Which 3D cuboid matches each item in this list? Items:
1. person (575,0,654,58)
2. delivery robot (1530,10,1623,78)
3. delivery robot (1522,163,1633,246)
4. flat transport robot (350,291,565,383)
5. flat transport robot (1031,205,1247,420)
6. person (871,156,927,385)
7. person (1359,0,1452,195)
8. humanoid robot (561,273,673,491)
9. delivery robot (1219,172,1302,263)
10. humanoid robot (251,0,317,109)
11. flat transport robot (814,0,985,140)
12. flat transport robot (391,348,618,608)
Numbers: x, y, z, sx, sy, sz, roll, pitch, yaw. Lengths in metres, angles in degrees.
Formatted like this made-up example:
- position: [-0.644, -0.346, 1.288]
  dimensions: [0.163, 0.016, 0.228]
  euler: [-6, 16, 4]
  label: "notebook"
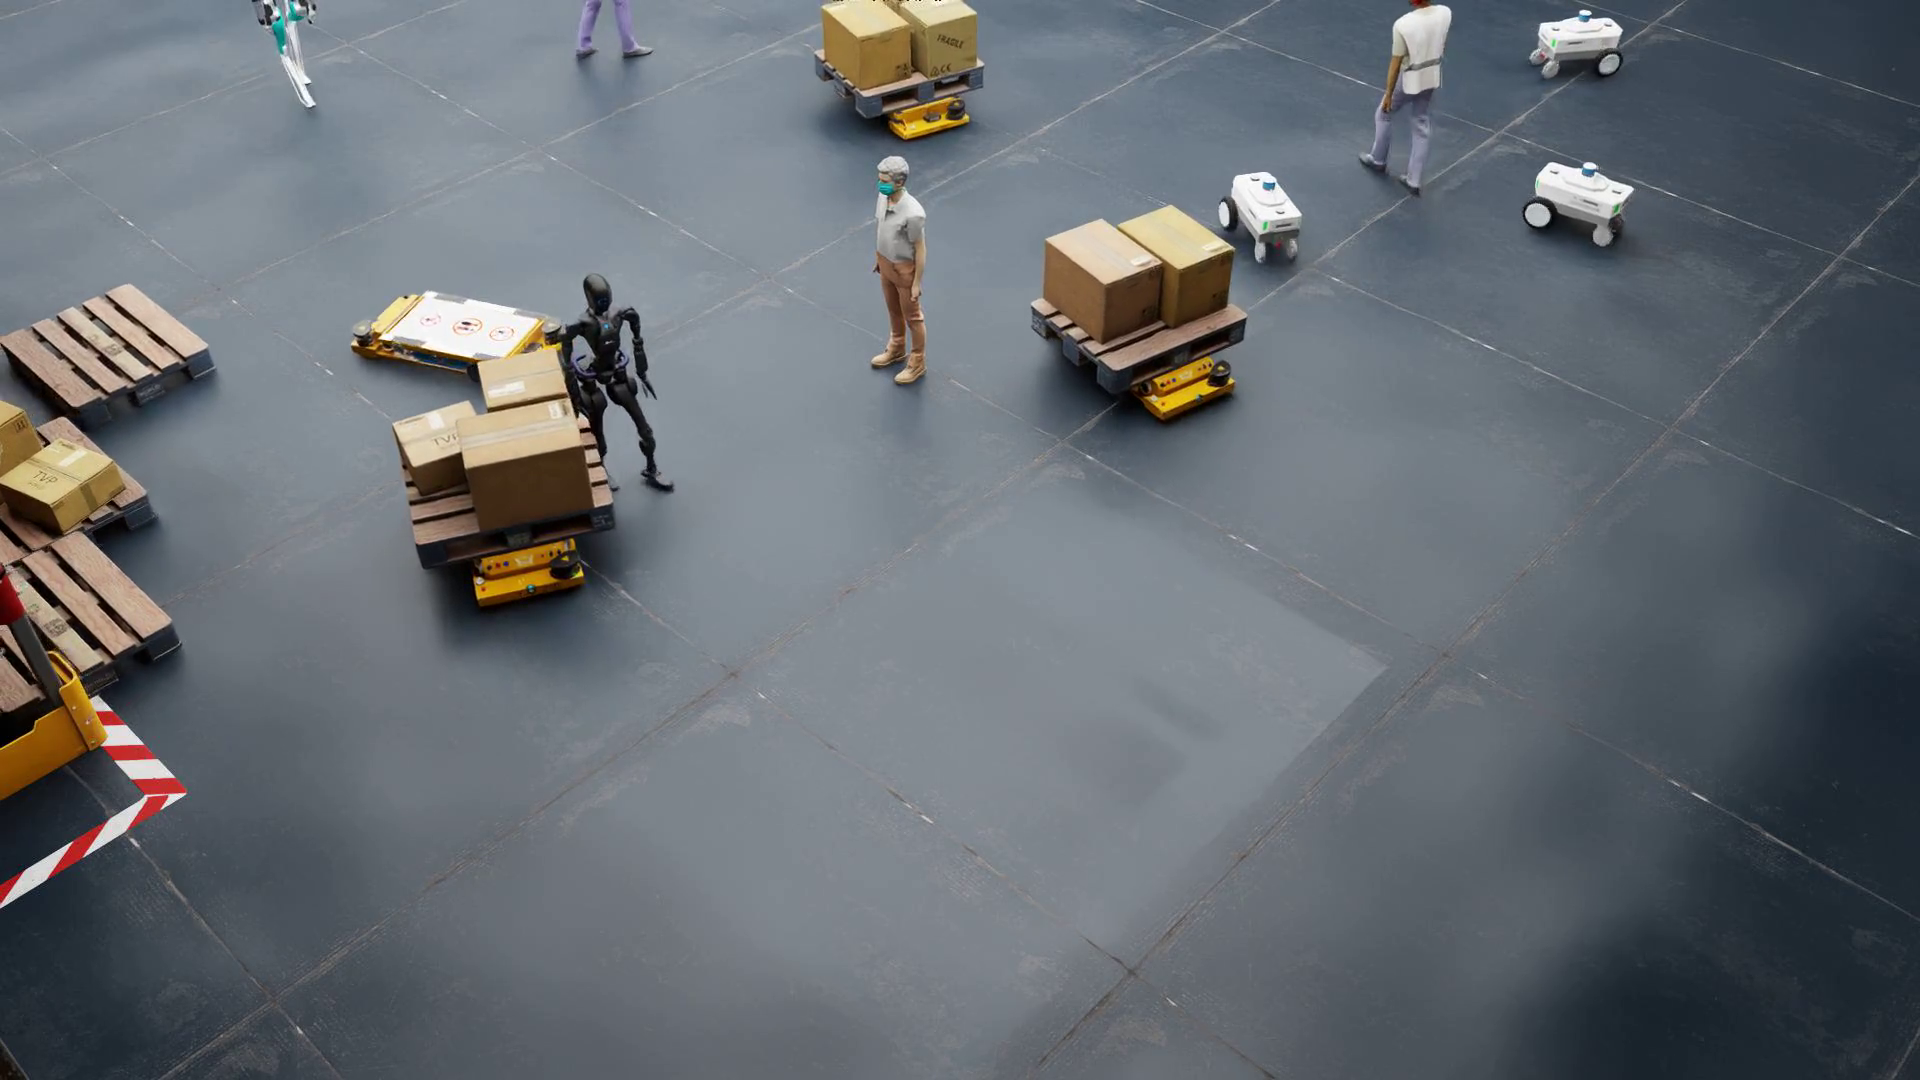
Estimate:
- position: [-3.298, -5.268, 15.249]
  dimensions: [0.707, 1.818, 0.575]
  euler: [-21, 46, -22]
  label: "person"
- position: [5.757, -4.612, 15.453]
  dimensions: [0.815, 0.614, 0.499]
  euler: [-7, 42, -7]
  label: "delivery robot"
- position: [4.968, -2.746, 13.371]
  dimensions: [0.794, 0.603, 0.499]
  euler: [27, 48, 26]
  label: "delivery robot"
- position: [-3.663, -1.483, 12.174]
  dimensions: [1.431, 0.231, 0.659]
  euler: [12, 43, 13]
  label: "flat transport robot"
- position: [1.283, -1.402, 12.084]
  dimensions: [0.659, 0.231, 1.431]
  euler: [-24, 47, -24]
  label: "flat transport robot"
- position: [-0.418, -1.874, 11.503]
  dimensions: [0.316, 1.746, 0.478]
  euler: [-27, 48, -27]
  label: "person"
- position: [3.633, -3.758, 13.553]
  dimensions: [0.638, 1.799, 0.813]
  euler: [-16, 44, -17]
  label: "person"
- position: [-2.235, -0.985, 10.569]
  dimensions: [0.601, 1.638, 0.453]
  euler: [-25, 48, -25]
  label: "humanoid robot"
- position: [2.416, -2.615, 13.220]
  dimensions: [0.499, 0.597, 0.779]
  euler: [-10, 43, -11]
  label: "delivery robot"
- position: [-5.999, -4.719, 14.676]
  dimensions: [0.544, 1.761, 0.940]
  euler: [-26, 48, -26]
  label: "humanoid robot"
- position: [-0.554, -4.060, 15.038]
  dimensions: [0.659, 0.231, 1.431]
  euler: [-21, 46, -22]
  label: "flat transport robot"
- position: [-2.870, -0.160, 10.704]
  dimensions: [0.659, 0.231, 1.431]
  euler: [-13, 44, -14]
  label: "flat transport robot"
